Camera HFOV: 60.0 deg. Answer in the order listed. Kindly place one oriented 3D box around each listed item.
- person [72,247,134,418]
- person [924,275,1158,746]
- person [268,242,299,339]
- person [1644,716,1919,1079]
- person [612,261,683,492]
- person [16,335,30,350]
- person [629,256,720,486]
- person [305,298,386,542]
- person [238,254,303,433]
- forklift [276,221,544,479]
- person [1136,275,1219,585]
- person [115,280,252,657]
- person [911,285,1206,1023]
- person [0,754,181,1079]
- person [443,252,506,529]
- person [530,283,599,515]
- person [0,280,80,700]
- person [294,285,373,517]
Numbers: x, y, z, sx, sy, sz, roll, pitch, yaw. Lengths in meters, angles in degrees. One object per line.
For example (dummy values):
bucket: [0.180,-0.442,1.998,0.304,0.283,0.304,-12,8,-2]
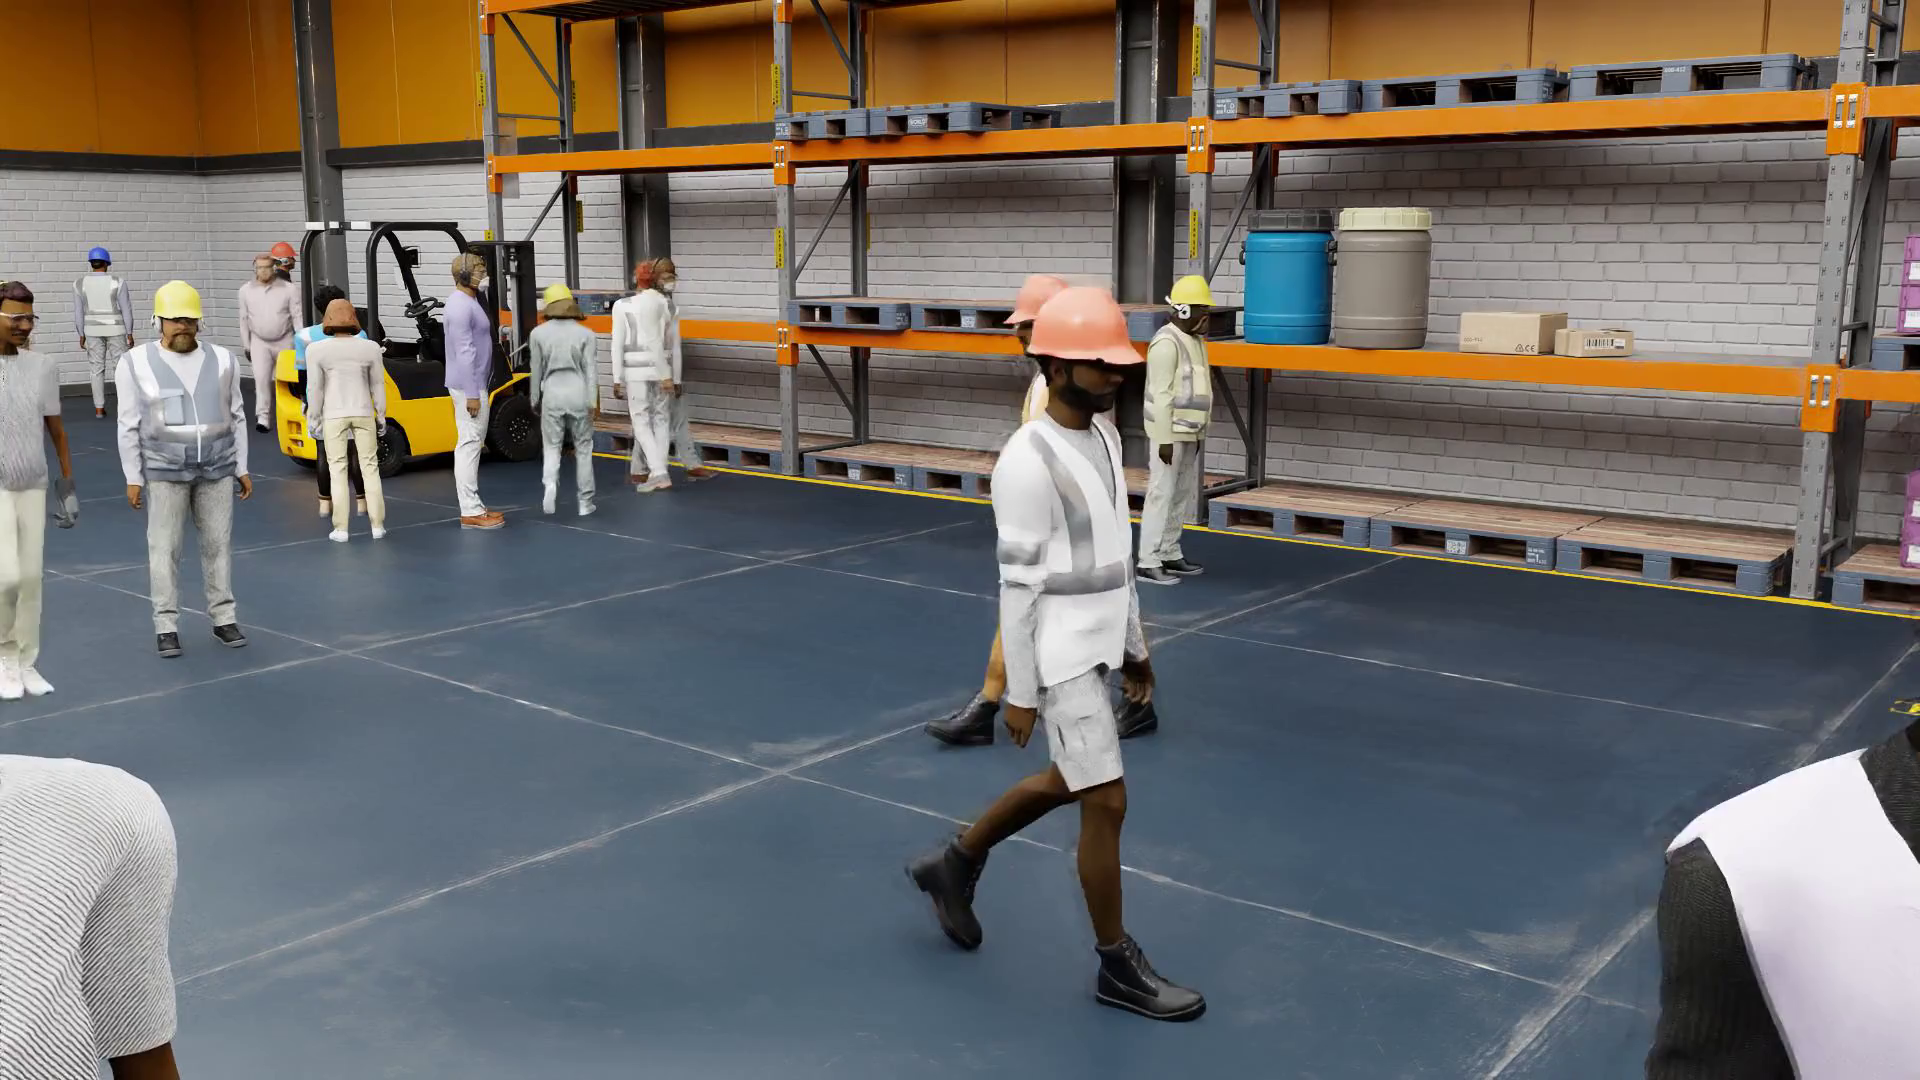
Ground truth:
person: [-9.756,-2.361,18.996,0.603,1.938,0.402,-3,11,-14]
person: [0.382,-0.098,6.605,0.993,1.887,0.559,-4,11,-20]
person: [-7.734,-2.405,19.121,0.370,1.979,0.622,-3,11,-16]
person: [0.950,0.850,1.502,0.595,1.834,1.029,-2,10,-8]
person: [-2.495,-1.314,13.428,0.602,1.860,0.524,-6,12,-29]
person: [-6.834,-1.078,11.601,0.681,2.000,0.552,-7,12,-33]
person: [-2.376,-1.369,13.643,0.800,1.888,0.700,0,10,3]
person: [-4.129,-0.805,11.222,0.507,1.631,0.271,-6,12,-30]
person: [-7.256,-2.064,17.549,0.664,1.857,0.962,-3,11,-15]
forklift: [-4.922,-1.741,14.854,1.214,2.155,2.313,8,13,38]
person: [1.305,-0.649,9.867,0.415,1.821,0.608,6,12,29]
person: [-3.779,-0.349,8.151,0.600,1.827,0.404,-9,13,-39]
person: [0.238,0.284,4.415,0.870,1.914,0.544,5,11,25]
person: [-0.935,0.830,1.508,0.536,1.869,0.314,-5,12,-27]
person: [-3.434,-1.048,11.722,0.372,1.940,0.631,-3,11,-14]
person: [-2.878,-1.004,12.094,0.514,1.711,0.585,-1,10,-7]
person: [-4.165,-0.207,7.314,0.457,1.845,0.536,7,12,34]
person: [-4.571,-1.013,12.194,0.540,1.696,0.317,-2,10,-12]
